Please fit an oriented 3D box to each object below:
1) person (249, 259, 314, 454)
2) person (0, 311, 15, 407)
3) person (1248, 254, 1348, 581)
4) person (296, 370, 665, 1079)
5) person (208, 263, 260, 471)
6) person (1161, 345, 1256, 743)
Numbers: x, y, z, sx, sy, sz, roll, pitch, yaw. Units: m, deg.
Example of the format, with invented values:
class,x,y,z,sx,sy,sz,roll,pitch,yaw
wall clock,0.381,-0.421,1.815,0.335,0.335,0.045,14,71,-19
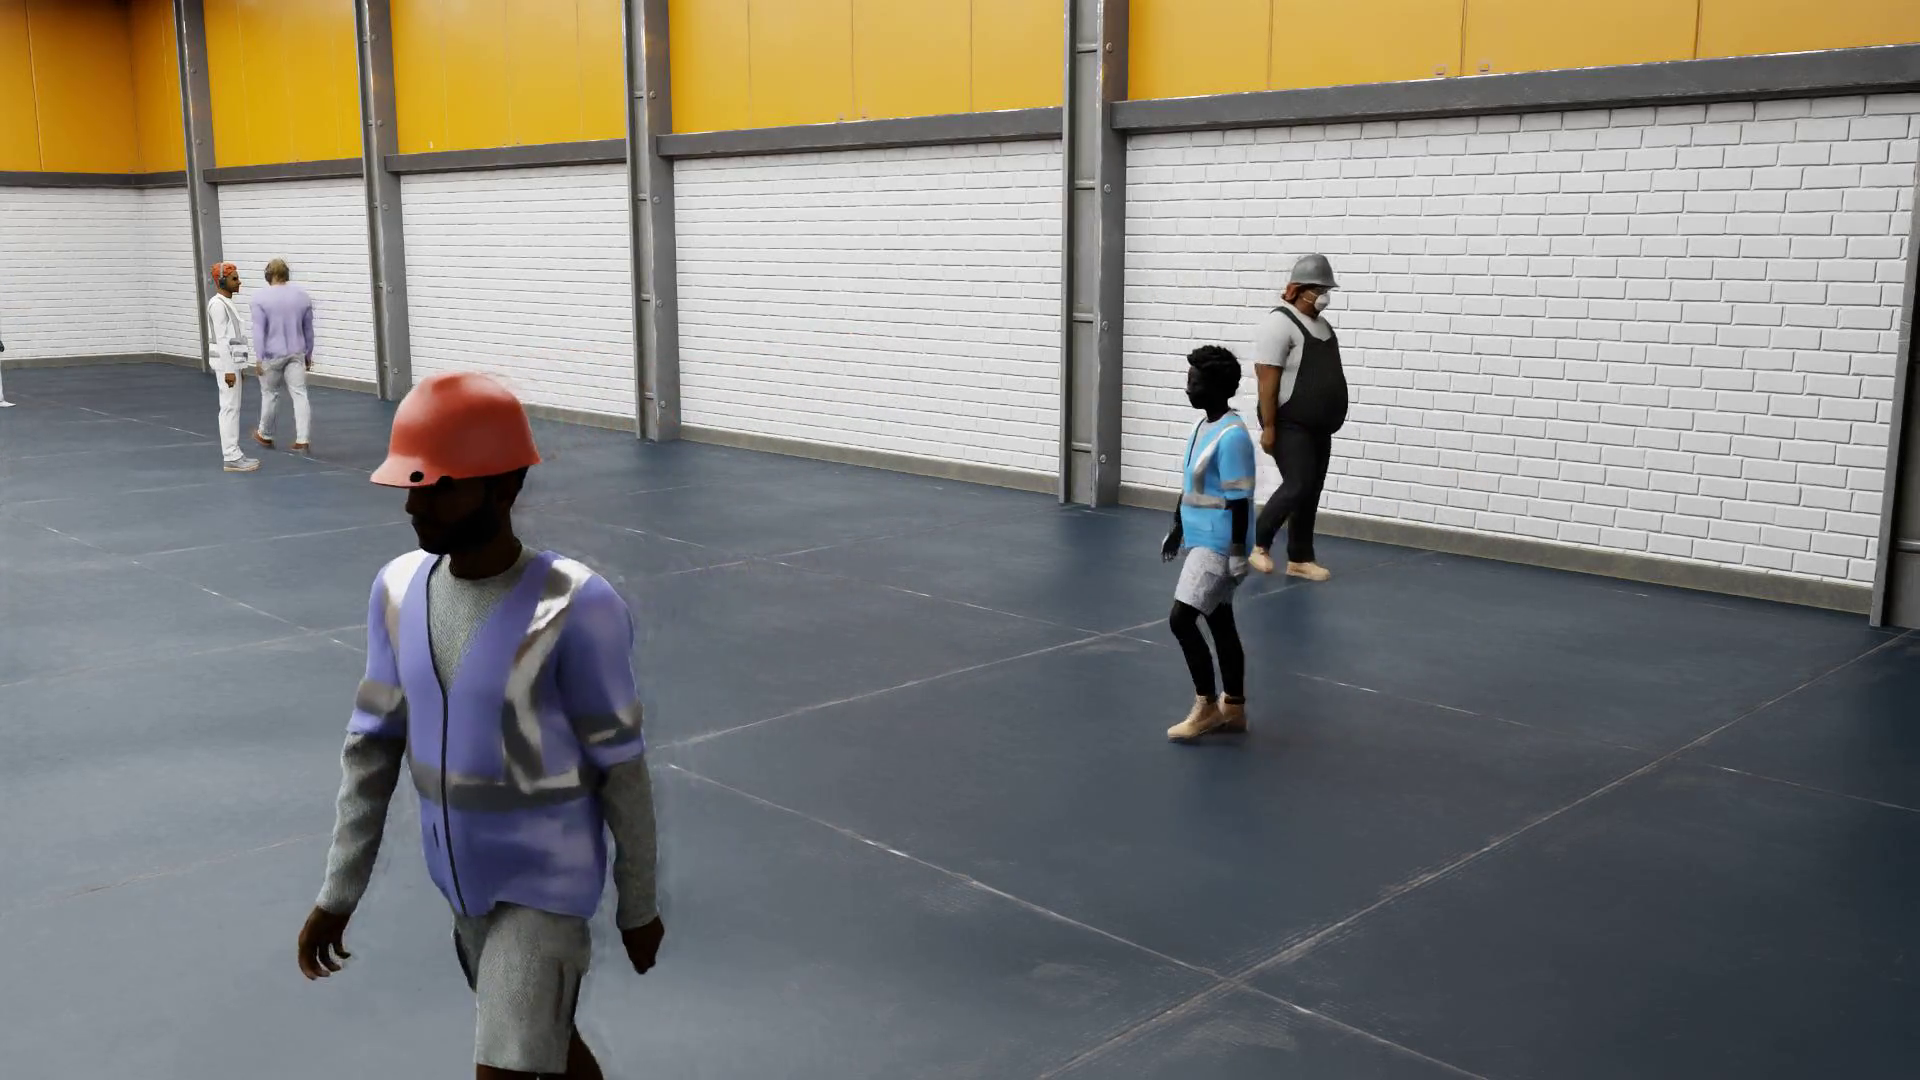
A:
class,x,y,z,sx,sy,sz,roll,pitch,yaw
person,-6.729,-1.821,16.467,0.660,1.888,0.990,-10,14,-43
person,-12.074,-2.460,20.677,0.516,1.631,0.333,8,13,37
person,2.117,-0.746,10.212,0.537,2.000,0.704,9,14,42
person,-0.891,0.638,3.065,0.562,1.888,0.963,6,12,30
person,-6.635,-1.571,15.147,0.356,1.882,0.574,-3,11,-18
person,1.021,0.022,7.008,0.502,1.677,0.539,0,10,-1
